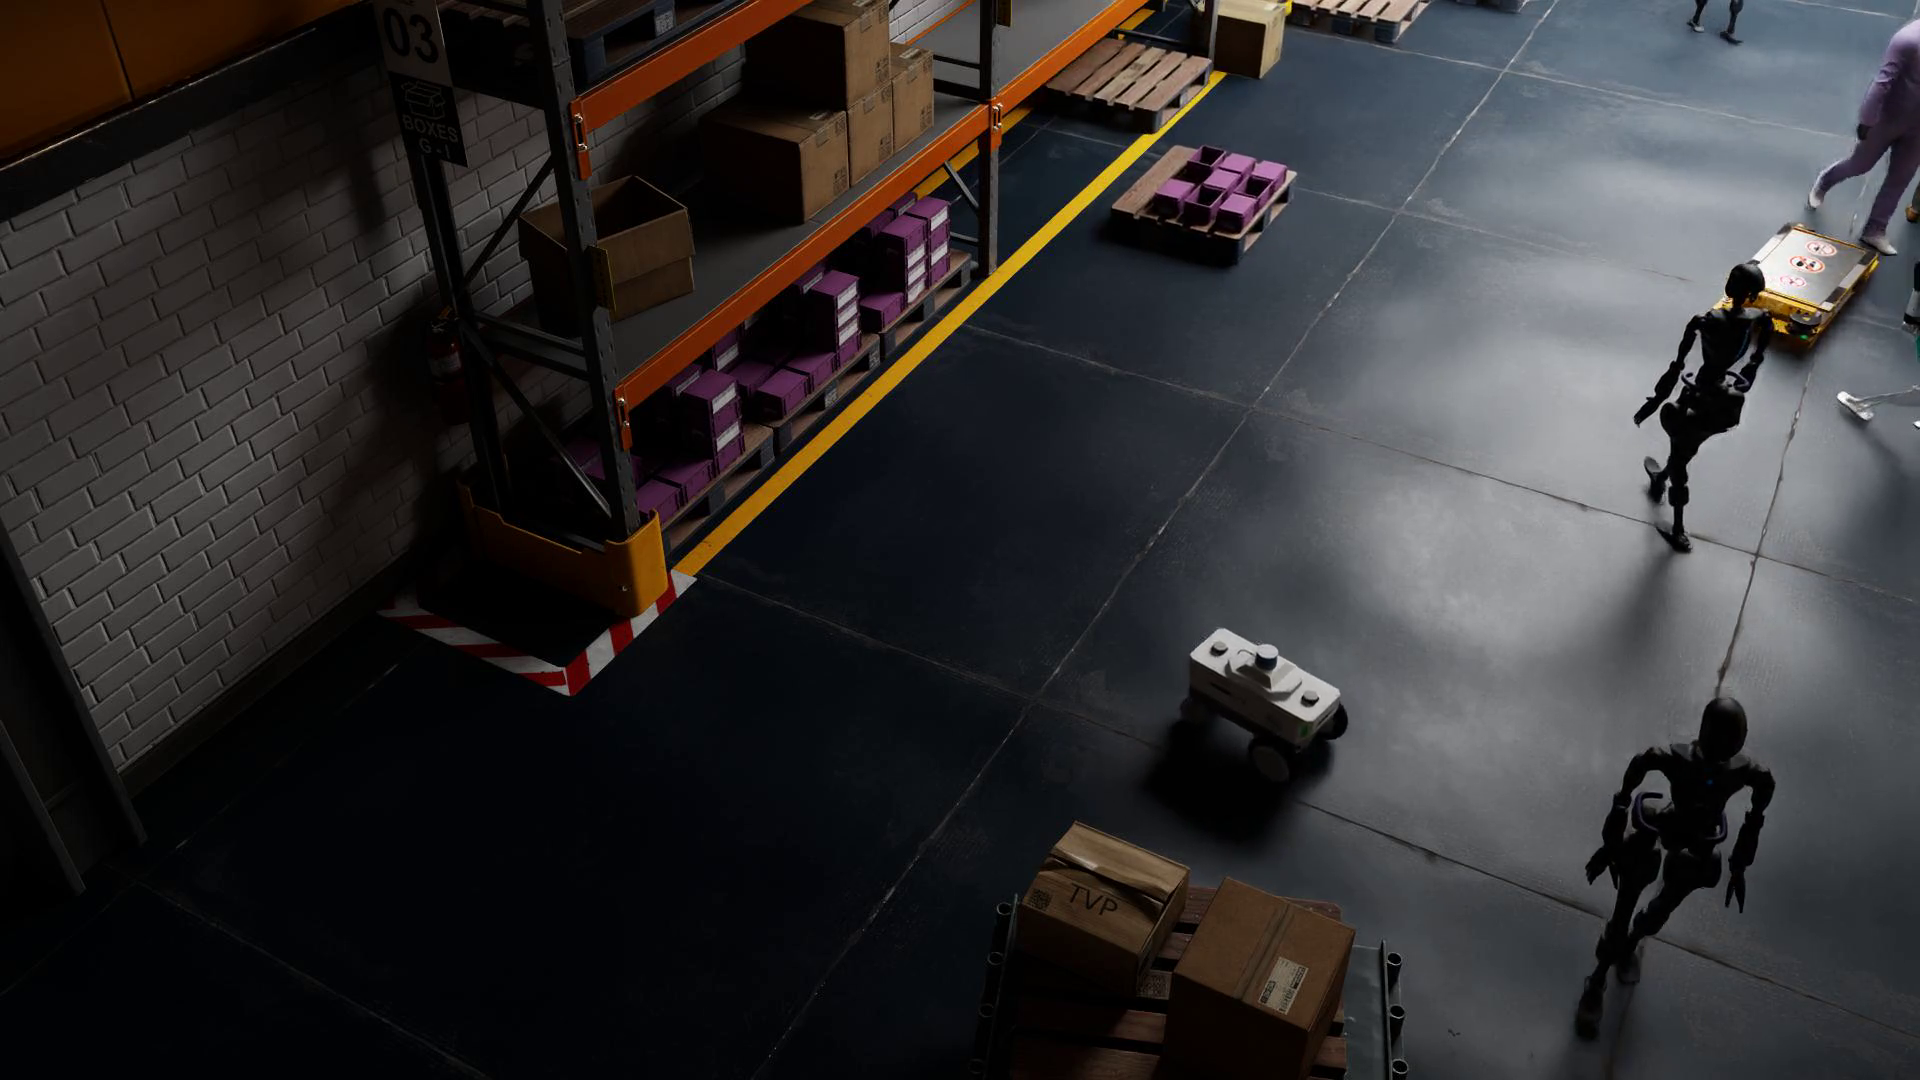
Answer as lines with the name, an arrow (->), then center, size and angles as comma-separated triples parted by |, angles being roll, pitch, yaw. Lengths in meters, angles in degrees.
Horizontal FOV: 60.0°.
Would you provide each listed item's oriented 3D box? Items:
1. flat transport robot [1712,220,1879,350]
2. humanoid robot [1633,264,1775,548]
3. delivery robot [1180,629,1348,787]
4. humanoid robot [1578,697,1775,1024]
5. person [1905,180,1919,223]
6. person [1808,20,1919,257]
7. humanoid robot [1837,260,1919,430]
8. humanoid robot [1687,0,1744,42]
flat transport robot -> 5.762, -1.768, 11.430 | 0.659, 0.231, 1.431 | 28, 46, 30
humanoid robot -> 4.014, -0.792, 9.105 | 0.601, 1.633, 0.731 | -7, 39, -9
delivery robot -> 1.474, 0.771, 8.031 | 0.774, 0.599, 0.499 | 29, 47, 31
humanoid robot -> 2.811, 1.252, 6.534 | 0.600, 1.645, 0.549 | 8, 39, 10
person -> 7.244, -3.106, 11.803 | 0.561, 1.896, 0.352 | 23, 44, 26
person -> 6.613, -3.018, 11.715 | 0.716, 1.861, 0.833 | -4, 39, -5
humanoid robot -> 5.810, -1.279, 9.657 | 0.543, 1.771, 0.915 | -16, 42, -19
humanoid robot -> 6.828, -5.248, 14.662 | 0.609, 1.636, 0.583 | -5, 39, -6
